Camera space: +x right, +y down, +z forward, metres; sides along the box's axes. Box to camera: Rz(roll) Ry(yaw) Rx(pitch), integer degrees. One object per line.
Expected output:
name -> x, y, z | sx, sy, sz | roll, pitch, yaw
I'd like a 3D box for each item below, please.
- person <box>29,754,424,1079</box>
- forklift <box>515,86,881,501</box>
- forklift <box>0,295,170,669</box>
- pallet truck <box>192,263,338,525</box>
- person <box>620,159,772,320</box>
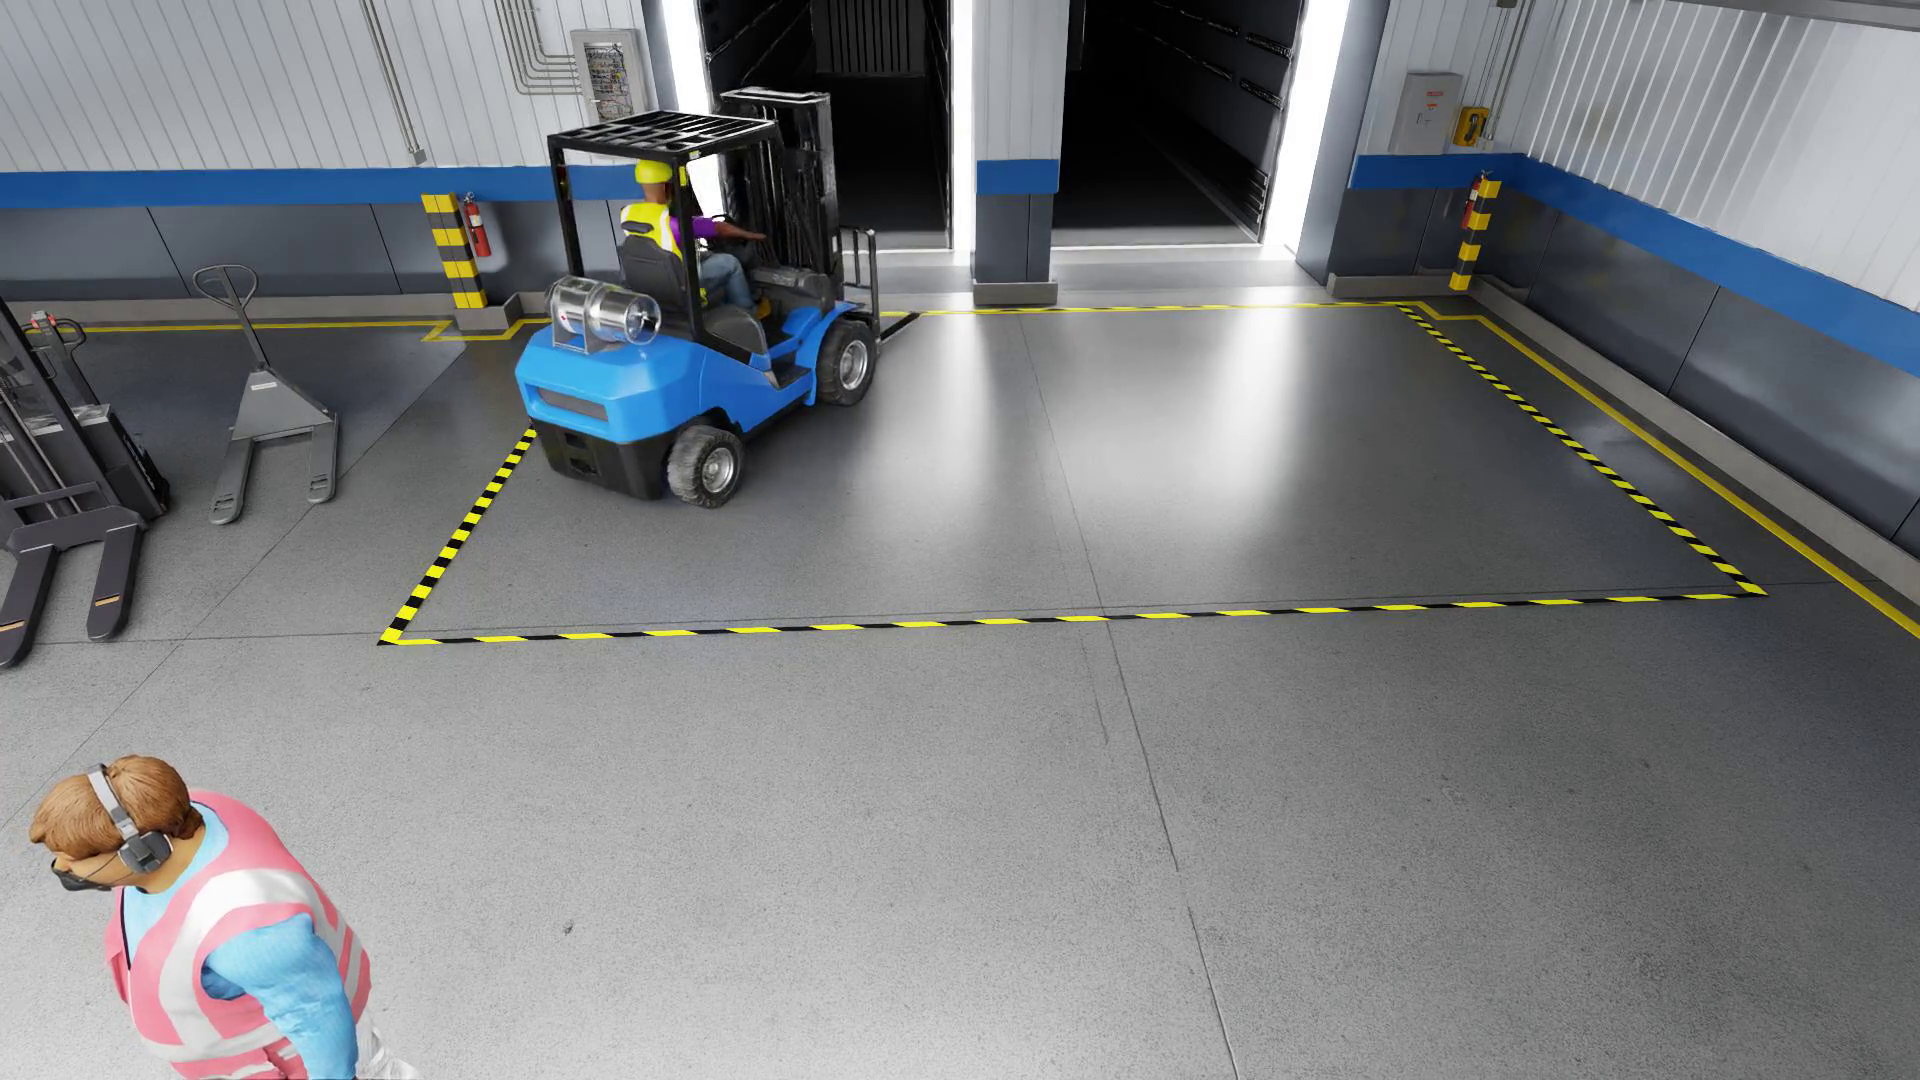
person -> -1.747, 1.226, 2.363 | 0.620, 1.845, 0.431 | 24, 41, 30
forklift -> -1.750, -1.795, 6.258 | 1.157, 2.036, 2.680 | 16, 38, 22
forklift -> -5.212, -0.618, 4.878 | 0.823, 1.965, 1.885 | -20, 39, -26
pallet truck -> -4.778, -1.027, 6.128 | 0.680, 1.201, 1.601 | -17, 38, -23
person -> -1.716, -1.977, 6.191 | 0.635, 1.294, 1.004 | 16, 38, 22
